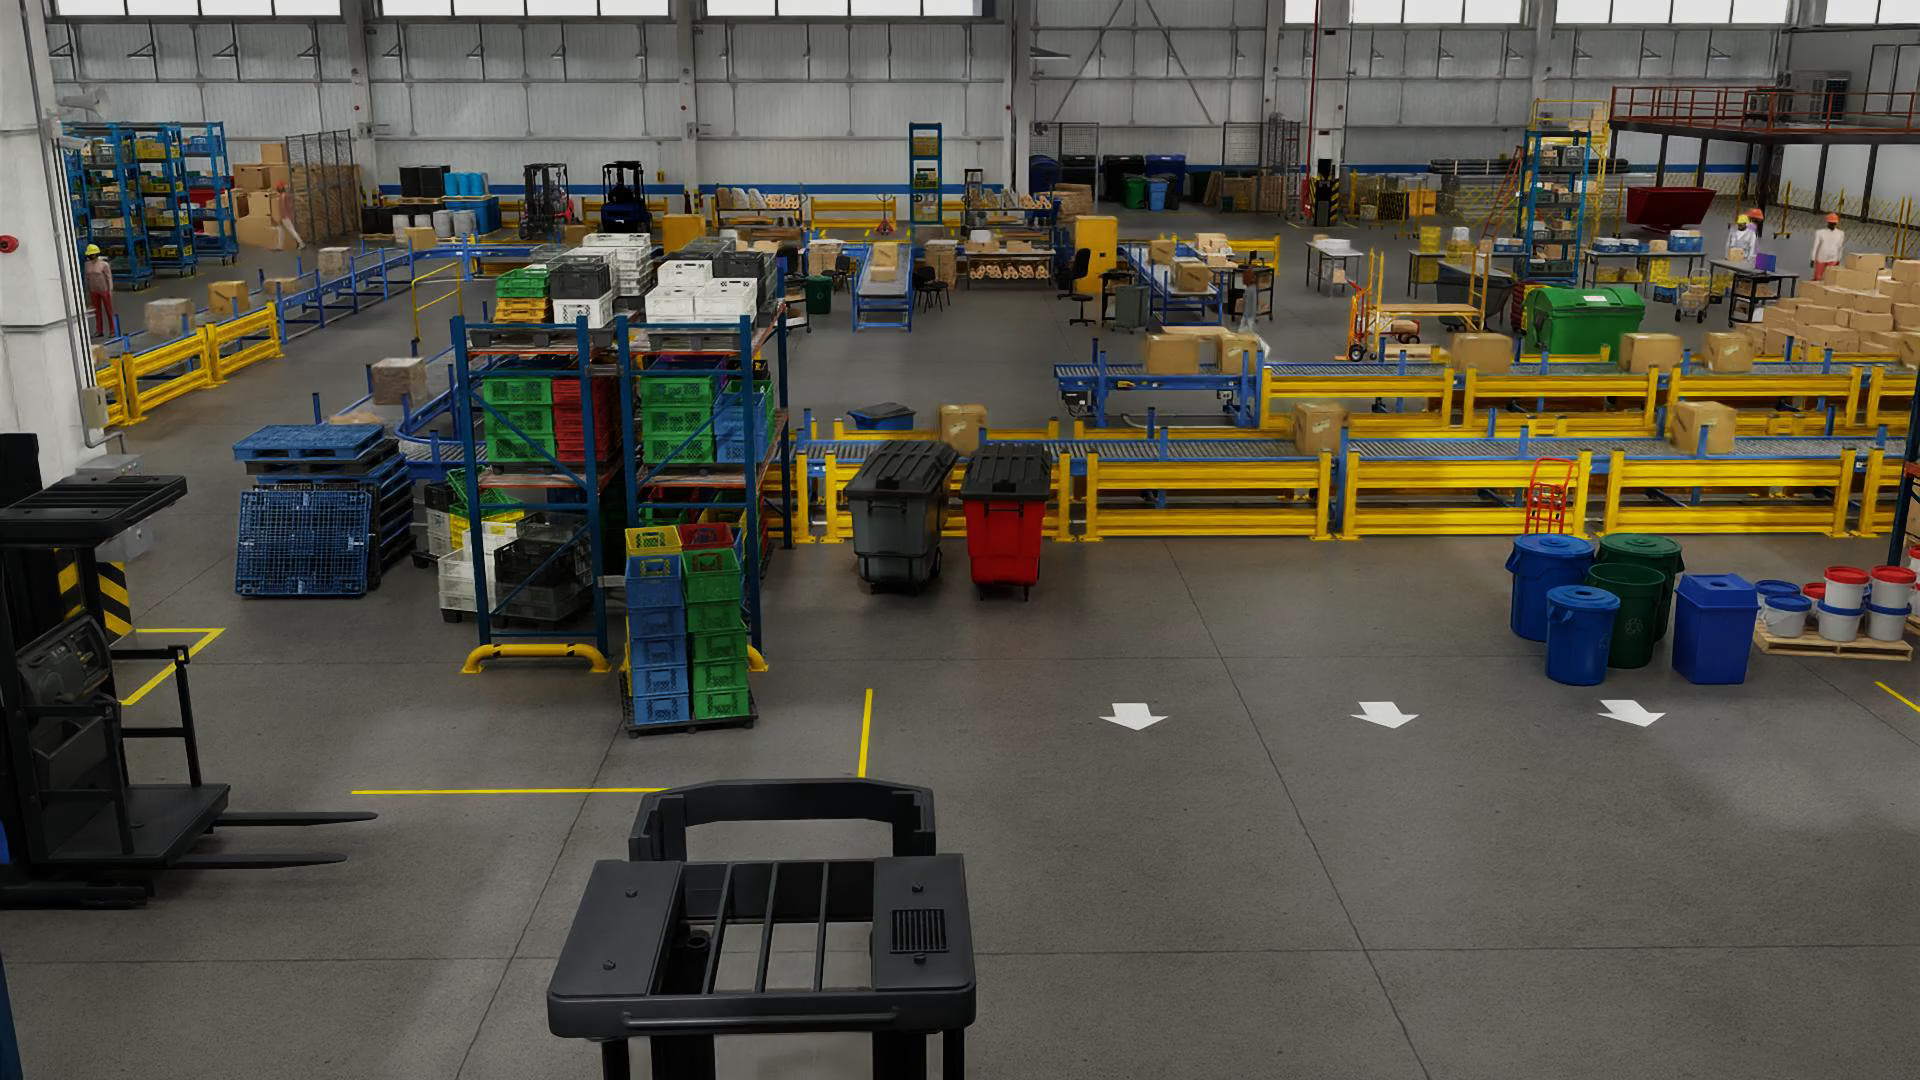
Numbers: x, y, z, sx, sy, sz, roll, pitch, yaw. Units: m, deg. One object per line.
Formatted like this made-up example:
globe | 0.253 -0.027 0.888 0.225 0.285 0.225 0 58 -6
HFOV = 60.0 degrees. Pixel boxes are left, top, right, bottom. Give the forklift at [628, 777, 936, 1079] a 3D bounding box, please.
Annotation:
forklift | -0.542 2.165 5.552 1.129 2.768 1.873 -1 16 -2

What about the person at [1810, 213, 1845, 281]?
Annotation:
person | 18.572 -6.036 35.679 0.619 1.975 0.658 4 16 12

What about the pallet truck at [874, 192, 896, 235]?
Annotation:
pallet truck | -2.277 -9.986 50.594 0.653 1.274 1.630 0 16 -1

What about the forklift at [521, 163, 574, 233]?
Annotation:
forklift | -12.233 -10.122 49.298 1.157 1.987 2.680 0 16 -1

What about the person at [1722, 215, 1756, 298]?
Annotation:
person | 17.127 -6.231 36.597 0.588 1.835 0.403 14 21 41

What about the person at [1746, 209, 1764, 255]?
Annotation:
person | 17.769 -6.444 37.203 0.586 1.904 0.596 7 18 24

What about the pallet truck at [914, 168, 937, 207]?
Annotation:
pallet truck | -0.989 -10.316 50.507 0.823 1.965 1.885 1 16 3

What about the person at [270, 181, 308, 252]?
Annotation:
person | -18.384 -8.826 45.432 1.001 1.954 0.632 -3 16 -11

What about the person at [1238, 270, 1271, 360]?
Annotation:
person | 5.042 -3.866 28.762 0.640 1.611 0.509 7 17 23

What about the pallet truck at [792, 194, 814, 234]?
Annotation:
pallet truck | -4.814 -9.883 50.259 0.704 1.261 1.522 -1 16 -3

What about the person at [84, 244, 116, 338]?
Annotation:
person | -16.233 -4.690 31.371 0.524 1.764 0.329 2 16 7

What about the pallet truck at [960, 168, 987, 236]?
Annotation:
pallet truck | 0.383 -10.230 50.206 0.823 1.965 1.885 -1 16 -3

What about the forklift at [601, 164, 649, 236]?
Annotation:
forklift | -9.948 -10.127 49.296 1.157 1.987 2.680 -1 16 -3

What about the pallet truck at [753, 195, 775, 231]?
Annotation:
pallet truck | -6.051 -9.967 50.660 0.680 1.201 1.601 0 16 -1

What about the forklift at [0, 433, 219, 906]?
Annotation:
forklift | -5.952 0.780 10.366 1.873 2.768 1.129 0 16 -1
